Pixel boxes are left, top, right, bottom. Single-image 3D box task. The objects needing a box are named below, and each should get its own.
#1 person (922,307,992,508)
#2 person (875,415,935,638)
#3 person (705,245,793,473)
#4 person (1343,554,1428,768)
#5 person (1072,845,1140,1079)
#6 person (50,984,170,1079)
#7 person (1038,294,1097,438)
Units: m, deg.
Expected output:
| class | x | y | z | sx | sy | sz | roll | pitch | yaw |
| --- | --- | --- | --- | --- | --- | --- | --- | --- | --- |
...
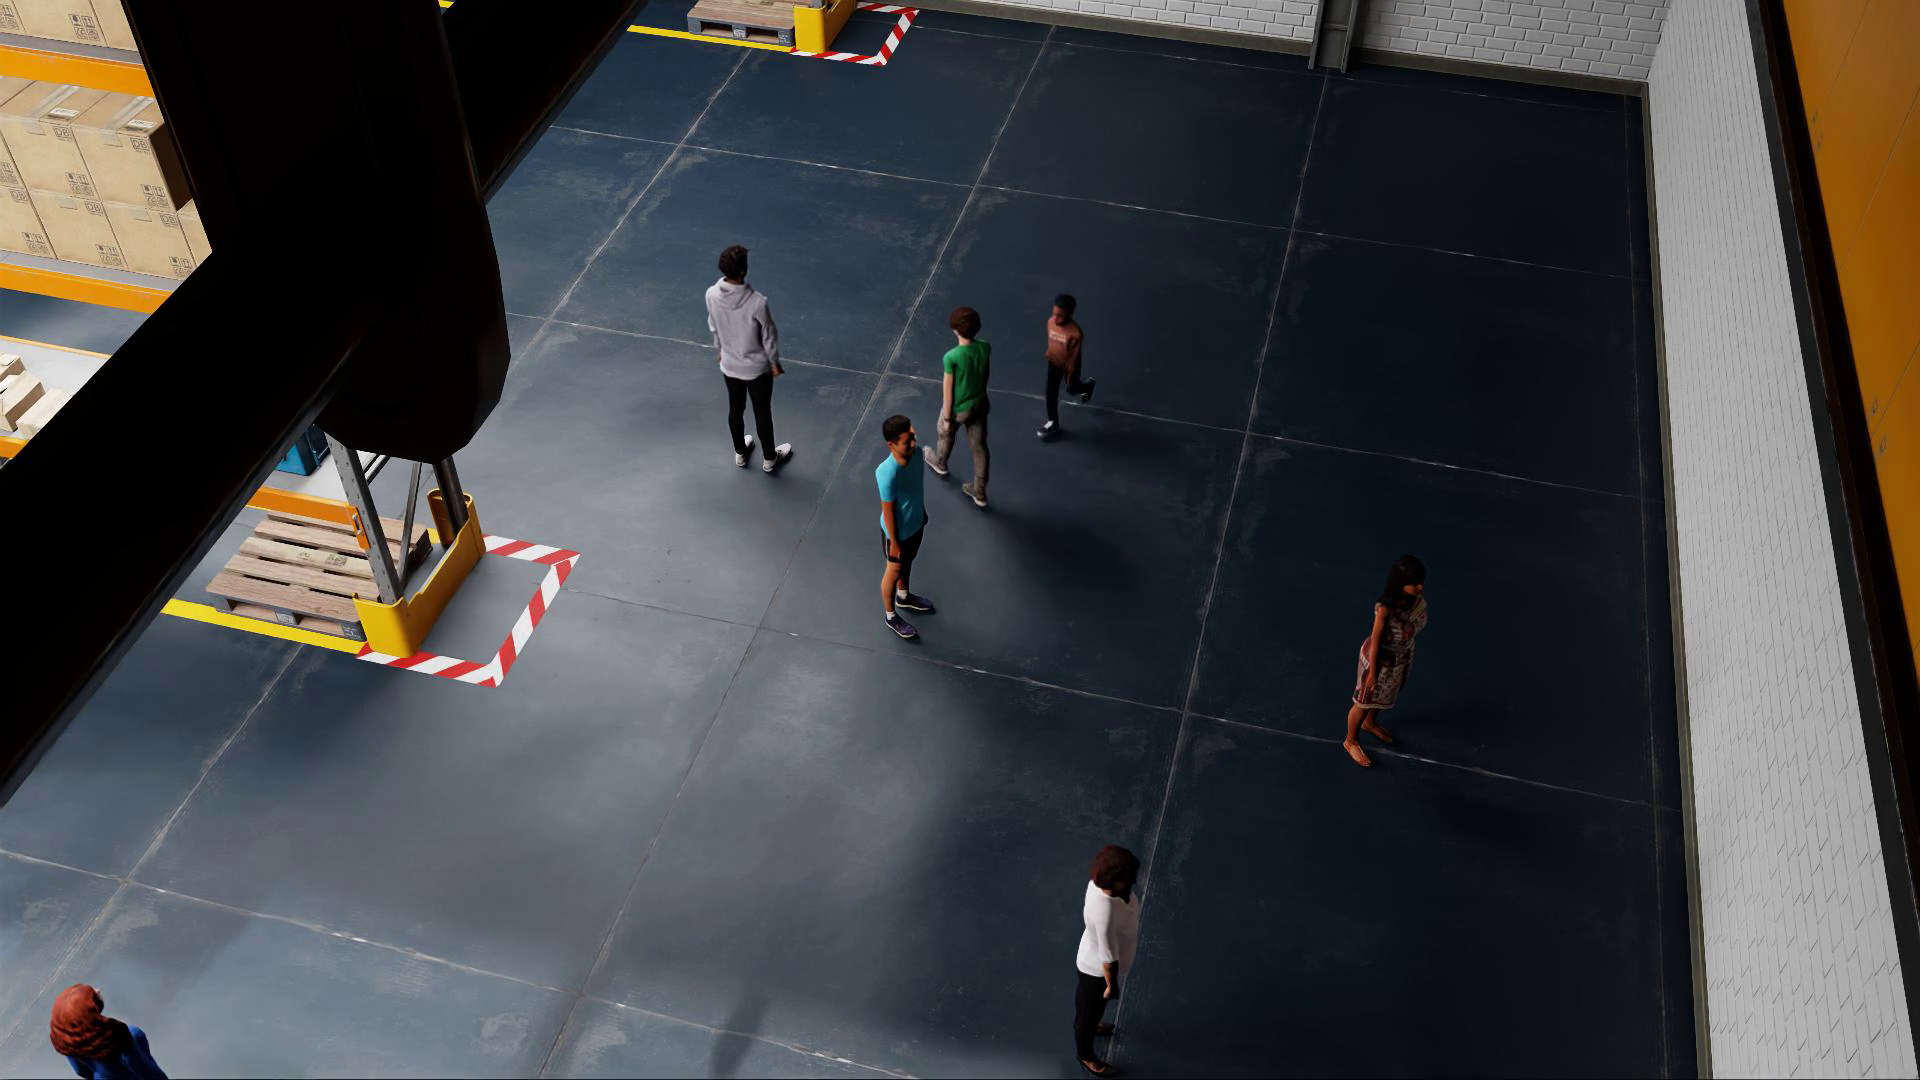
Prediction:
| class | x | y | z | sx | sy | sz | roll | pitch | yaw |
| --- | --- | --- | --- | --- | --- | --- | --- | --- | --- |
| person | 0.095 | -0.922 | 12.065 | 0.982 | 1.625 | 1.056 | -23 | 48 | -23 |
| person | -0.395 | -0.116 | 11.109 | 0.577 | 1.777 | 0.649 | 18 | 46 | 18 |
| person | -1.585 | -1.322 | 12.267 | 0.544 | 1.925 | 0.751 | 14 | 45 | 14 |
| person | 2.650 | 0.715 | 10.332 | 0.711 | 1.645 | 0.725 | 34 | 53 | 31 |
| person | 0.725 | 2.185 | 8.684 | 0.572 | 1.790 | 0.640 | 4 | 44 | 4 |
| person | -4.004 | 2.717 | 8.098 | 0.492 | 1.828 | 0.660 | 10 | 45 | 11 |
| person | 0.856 | -1.392 | 12.843 | 0.866 | 1.232 | 0.779 | 30 | 51 | 28 |
